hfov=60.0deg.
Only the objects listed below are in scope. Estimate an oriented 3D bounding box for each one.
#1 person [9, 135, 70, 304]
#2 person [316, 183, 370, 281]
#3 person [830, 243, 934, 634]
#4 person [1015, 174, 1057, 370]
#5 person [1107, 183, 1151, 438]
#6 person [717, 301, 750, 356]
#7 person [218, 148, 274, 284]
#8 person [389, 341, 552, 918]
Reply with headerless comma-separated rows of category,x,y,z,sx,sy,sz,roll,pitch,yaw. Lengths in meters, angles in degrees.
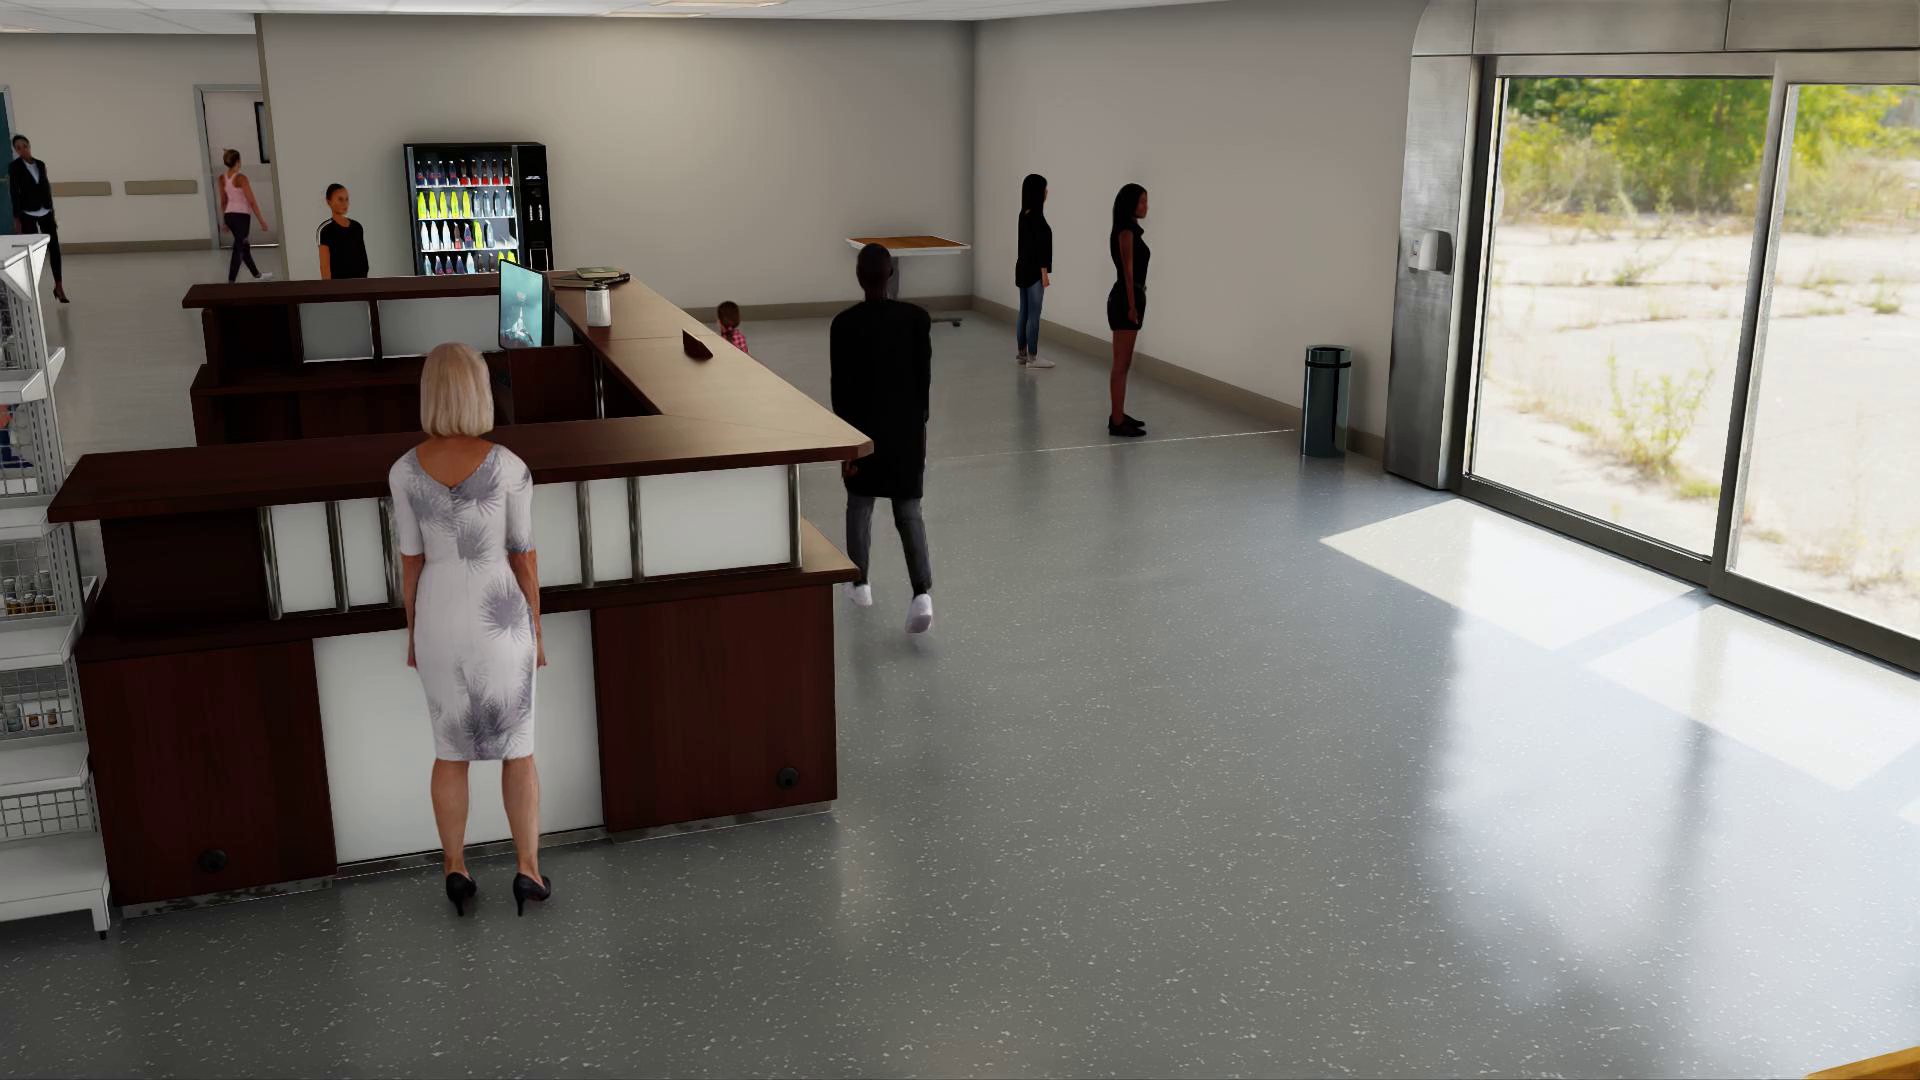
person,-10.173,-3.485,18.186,1.106,1.805,1.067,7,17,24
person,-4.742,-1.907,12.837,0.715,1.669,0.638,9,18,29
person,-0.312,-0.423,7.474,1.106,1.725,0.763,-4,16,-14
person,0.620,-2.322,14.351,0.520,1.647,0.564,-7,17,-22
person,1.168,-1.616,11.670,0.678,1.743,0.682,2,16,8
person,-1.513,-1.059,11.059,0.738,1.003,0.628,-11,19,-35
person,-8.380,-3.660,19.168,0.976,1.609,1.046,8,18,26
person,-1.434,0.282,4.929,0.542,1.749,0.681,-1,16,-3
